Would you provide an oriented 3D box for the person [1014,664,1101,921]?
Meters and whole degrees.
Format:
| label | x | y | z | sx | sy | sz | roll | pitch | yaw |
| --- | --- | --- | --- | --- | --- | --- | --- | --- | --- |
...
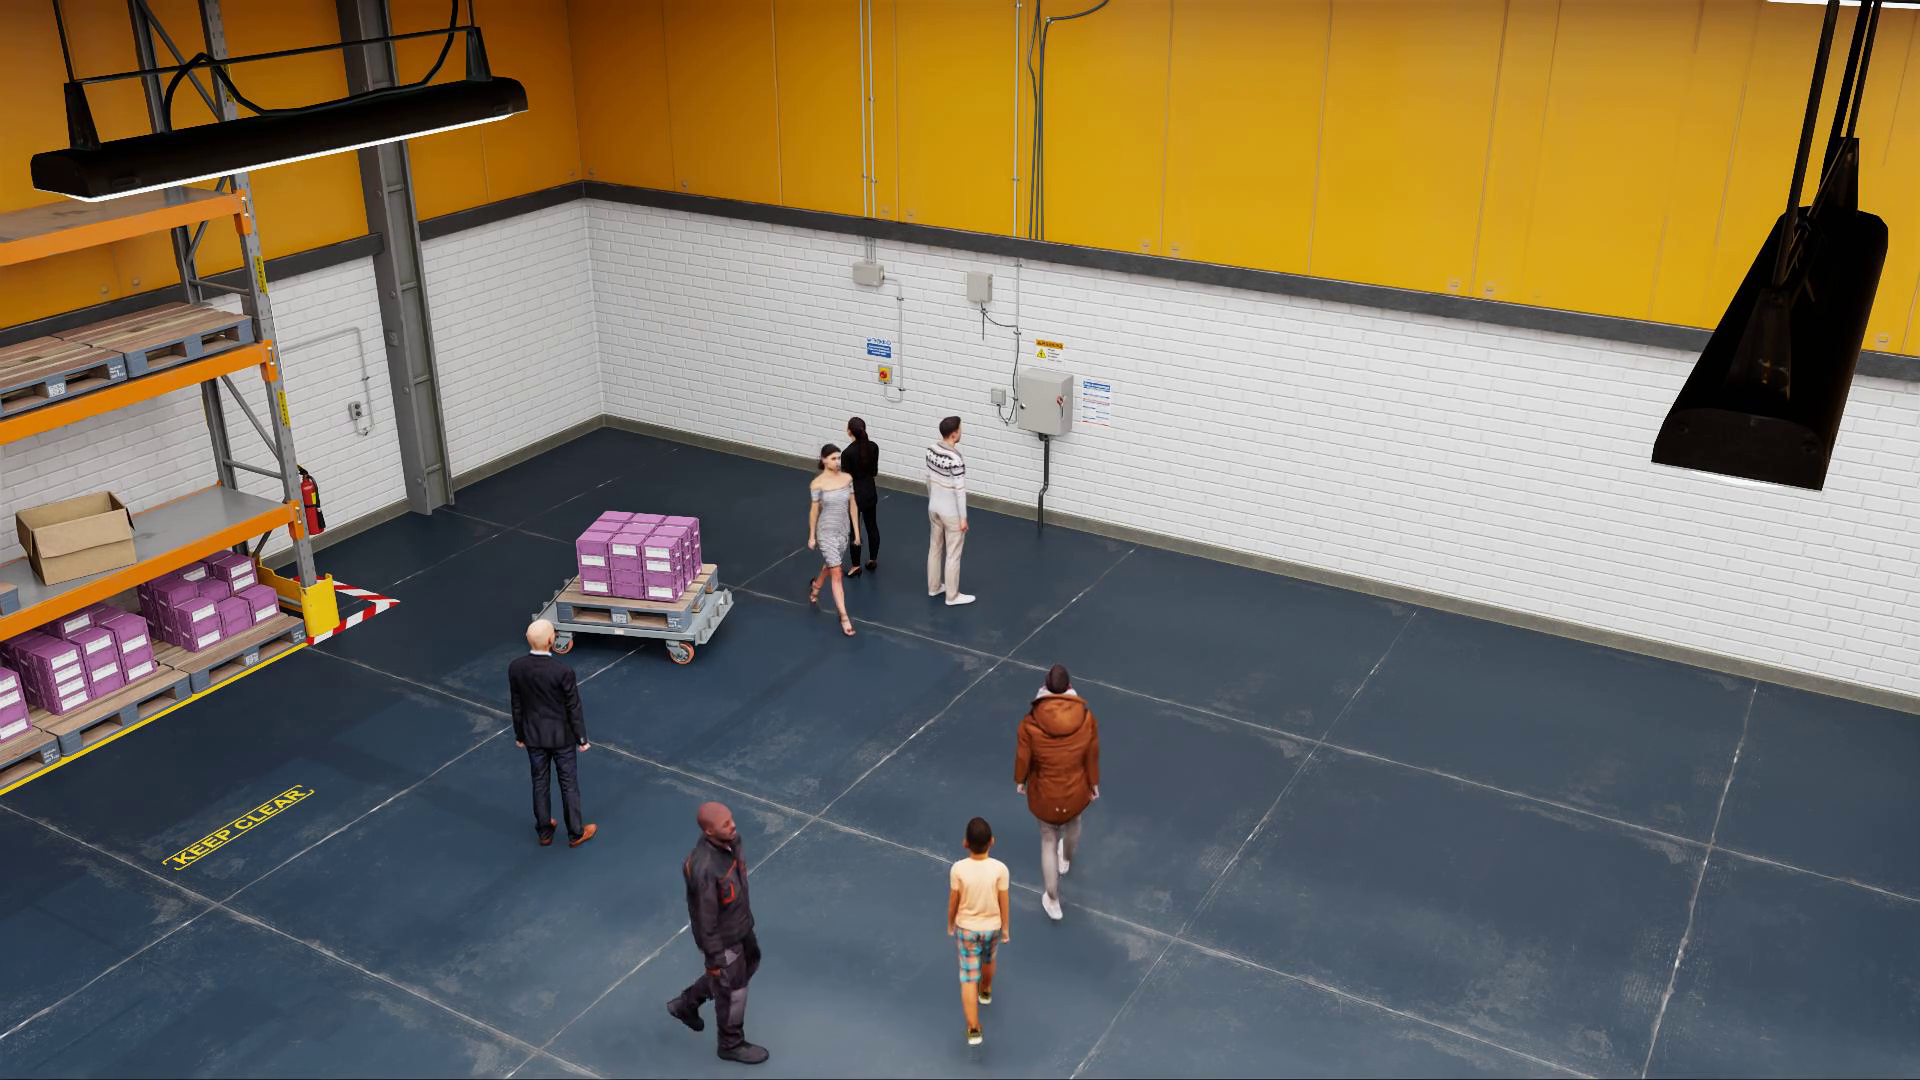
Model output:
| label | x | y | z | sx | sy | sz | roll | pitch | yaw |
| --- | --- | --- | --- | --- | --- | --- | --- | --- | --- |
| person | 0.687 | 1.738 | 11.249 | 1.065 | 1.806 | 1.152 | -4 | 24 | -8 |

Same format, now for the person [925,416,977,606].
| label | x | y | z | sx | sy | sz | roll | pitch | yaw |
| --- | --- | --- | --- | --- | --- | --- | --- | --- | --- |
| person | -0.129 | -0.296 | 15.834 | 0.698 | 1.860 | 0.758 | -17 | 29 | -34 |

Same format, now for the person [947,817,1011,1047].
| label | x | y | z | sx | sy | sz | roll | pitch | yaw |
| --- | --- | --- | --- | --- | --- | --- | --- | --- | --- |
| person | 0.114 | 2.410 | 10.170 | 0.882 | 1.439 | 1.039 | -2 | 24 | -5 |

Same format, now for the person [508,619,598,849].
| label | x | y | z | sx | sy | sz | roll | pitch | yaw |
| --- | --- | --- | --- | --- | --- | --- | --- | --- | --- |
| person | -2.969 | 1.402 | 12.028 | 0.761 | 1.798 | 0.706 | 4 | 24 | 9 |

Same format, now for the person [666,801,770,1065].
| label | x | y | z | sx | sy | sz | roll | pitch | yaw |
| --- | --- | --- | --- | --- | --- | --- | --- | --- | --- |
| person | -1.509 | 2.320 | 9.920 | 0.973 | 1.805 | 0.962 | 2 | 24 | 5 |

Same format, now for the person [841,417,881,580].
| label | x | y | z | sx | sy | sz | roll | pitch | yaw |
| --- | --- | --- | --- | --- | --- | --- | --- | --- | --- |
| person | -0.983 | -0.420 | 16.366 | 0.601 | 1.662 | 0.728 | -19 | 30 | -37 |

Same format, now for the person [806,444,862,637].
| label | x | y | z | sx | sy | sz | roll | pitch | yaw |
| --- | --- | --- | --- | --- | --- | --- | --- | --- | --- |
| person | -1.215 | -0.052 | 15.371 | 1.134 | 1.784 | 0.980 | -16 | 28 | -32 |
